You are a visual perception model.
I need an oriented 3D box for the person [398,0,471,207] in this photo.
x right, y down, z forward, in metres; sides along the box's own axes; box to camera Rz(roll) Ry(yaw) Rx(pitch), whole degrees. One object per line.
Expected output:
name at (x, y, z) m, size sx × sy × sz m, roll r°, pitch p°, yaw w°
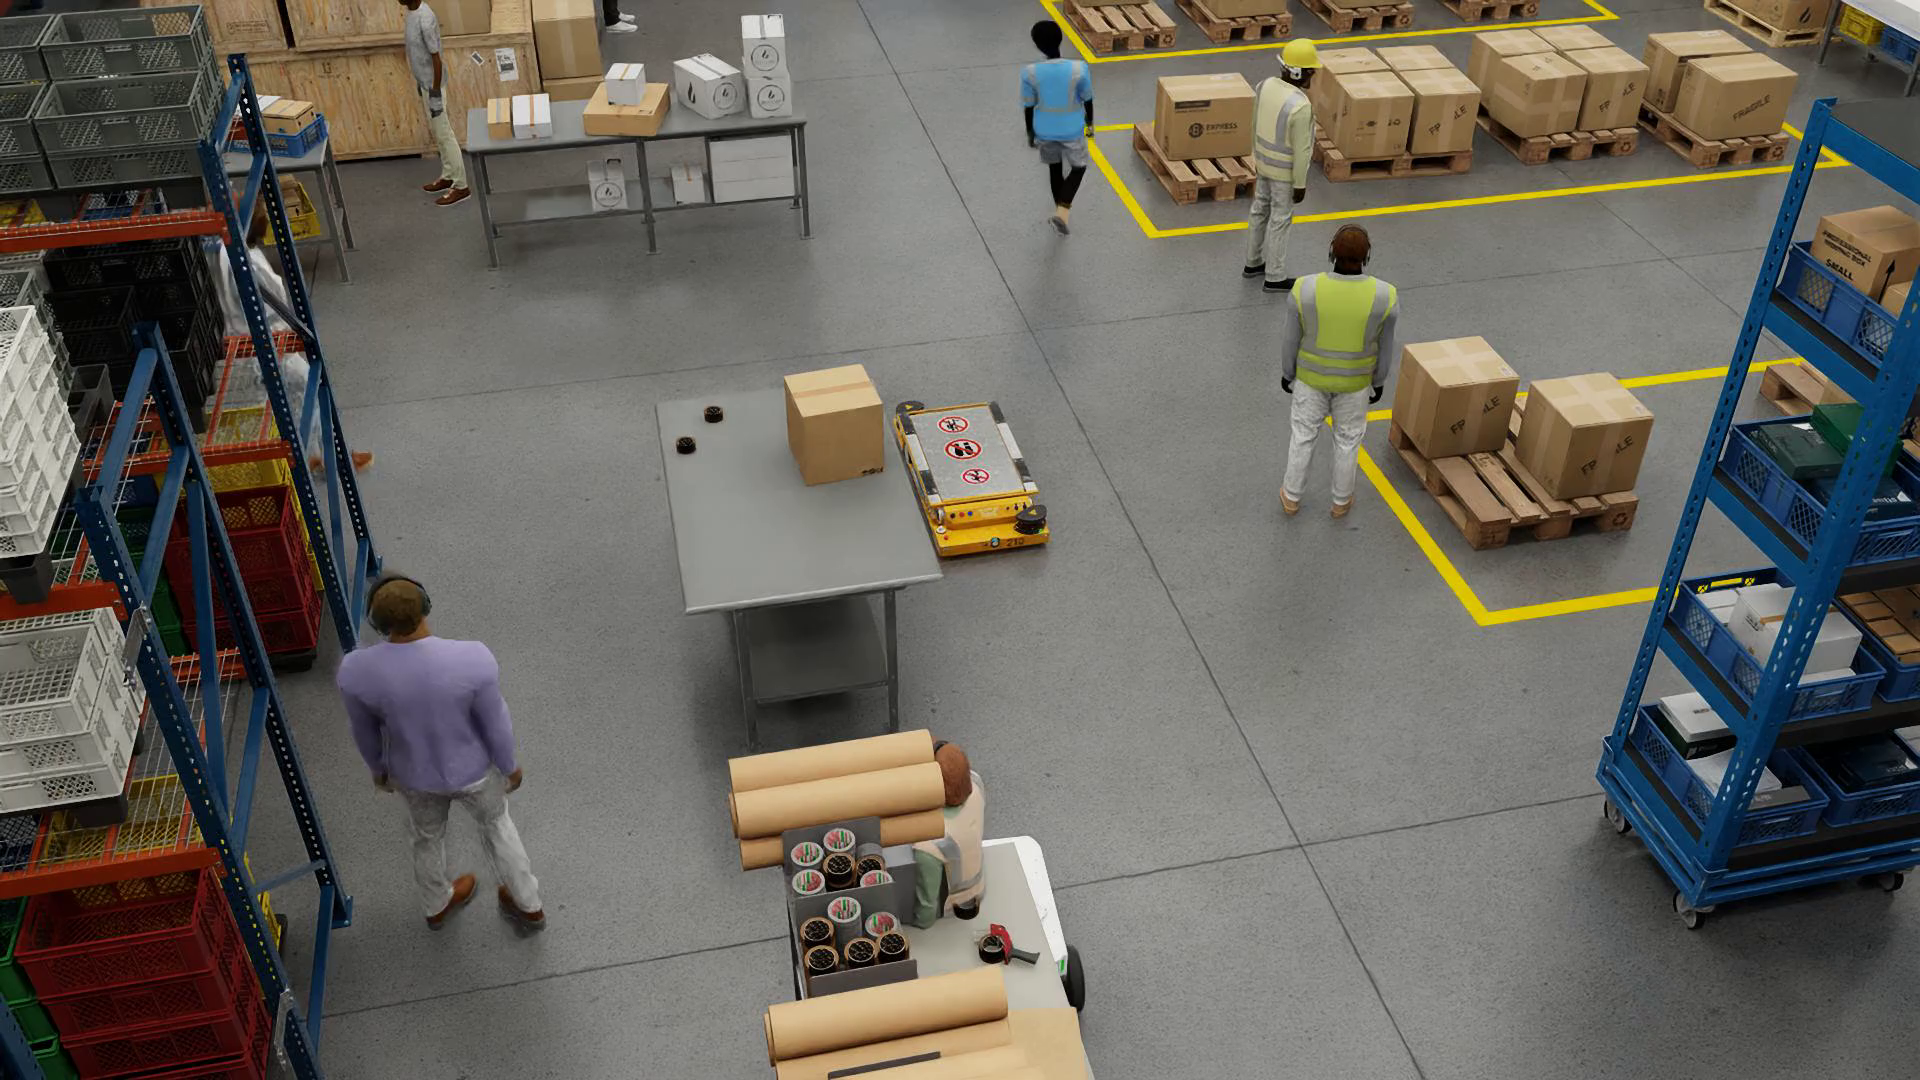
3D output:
person at (-4.146, -3.538, 12.959) m, size 0.328 × 1.868 × 0.509 m, roll -19°, pitch 41°, yaw -23°

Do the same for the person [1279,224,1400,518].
person at (2.130, -0.944, 9.496) m, size 0.626 × 1.842 × 0.429 m, roll 7°, pitch 37°, yaw 9°

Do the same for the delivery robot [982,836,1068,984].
delivery robot at (0.231, 1.591, 7.081) m, size 0.477 × 0.478 × 0.707 m, roll -5°, pitch 37°, yaw -7°

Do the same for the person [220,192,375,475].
person at (-3.943, -1.199, 9.813) m, size 0.708 × 1.866 × 0.588 m, roll -18°, pitch 40°, yaw -22°

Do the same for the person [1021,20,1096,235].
person at (0.724, -3.076, 12.511) m, size 0.553 × 1.659 × 0.548 m, roll 10°, pitch 38°, yaw 13°

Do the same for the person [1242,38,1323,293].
person at (2.290, -2.654, 11.802) m, size 0.404 × 1.825 × 0.601 m, roll -15°, pitch 39°, yaw -19°

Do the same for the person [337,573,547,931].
person at (-2.155, 0.924, 6.925) m, size 0.654 × 1.916 × 0.428 m, roll -3°, pitch 37°, yaw -4°

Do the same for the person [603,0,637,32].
person at (-3.416, -5.902, 16.103) m, size 0.390 × 1.911 × 0.592 m, roll -9°, pitch 38°, yaw -12°

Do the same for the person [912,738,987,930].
person at (-0.046, 1.417, 6.494) m, size 0.318 × 1.631 × 0.527 m, roll 13°, pitch 39°, yaw 17°

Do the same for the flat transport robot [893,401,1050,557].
flat transport robot at (0.046, -0.430, 10.108) m, size 0.652 × 0.197 × 1.431 m, roll -8°, pitch 37°, yaw -10°
